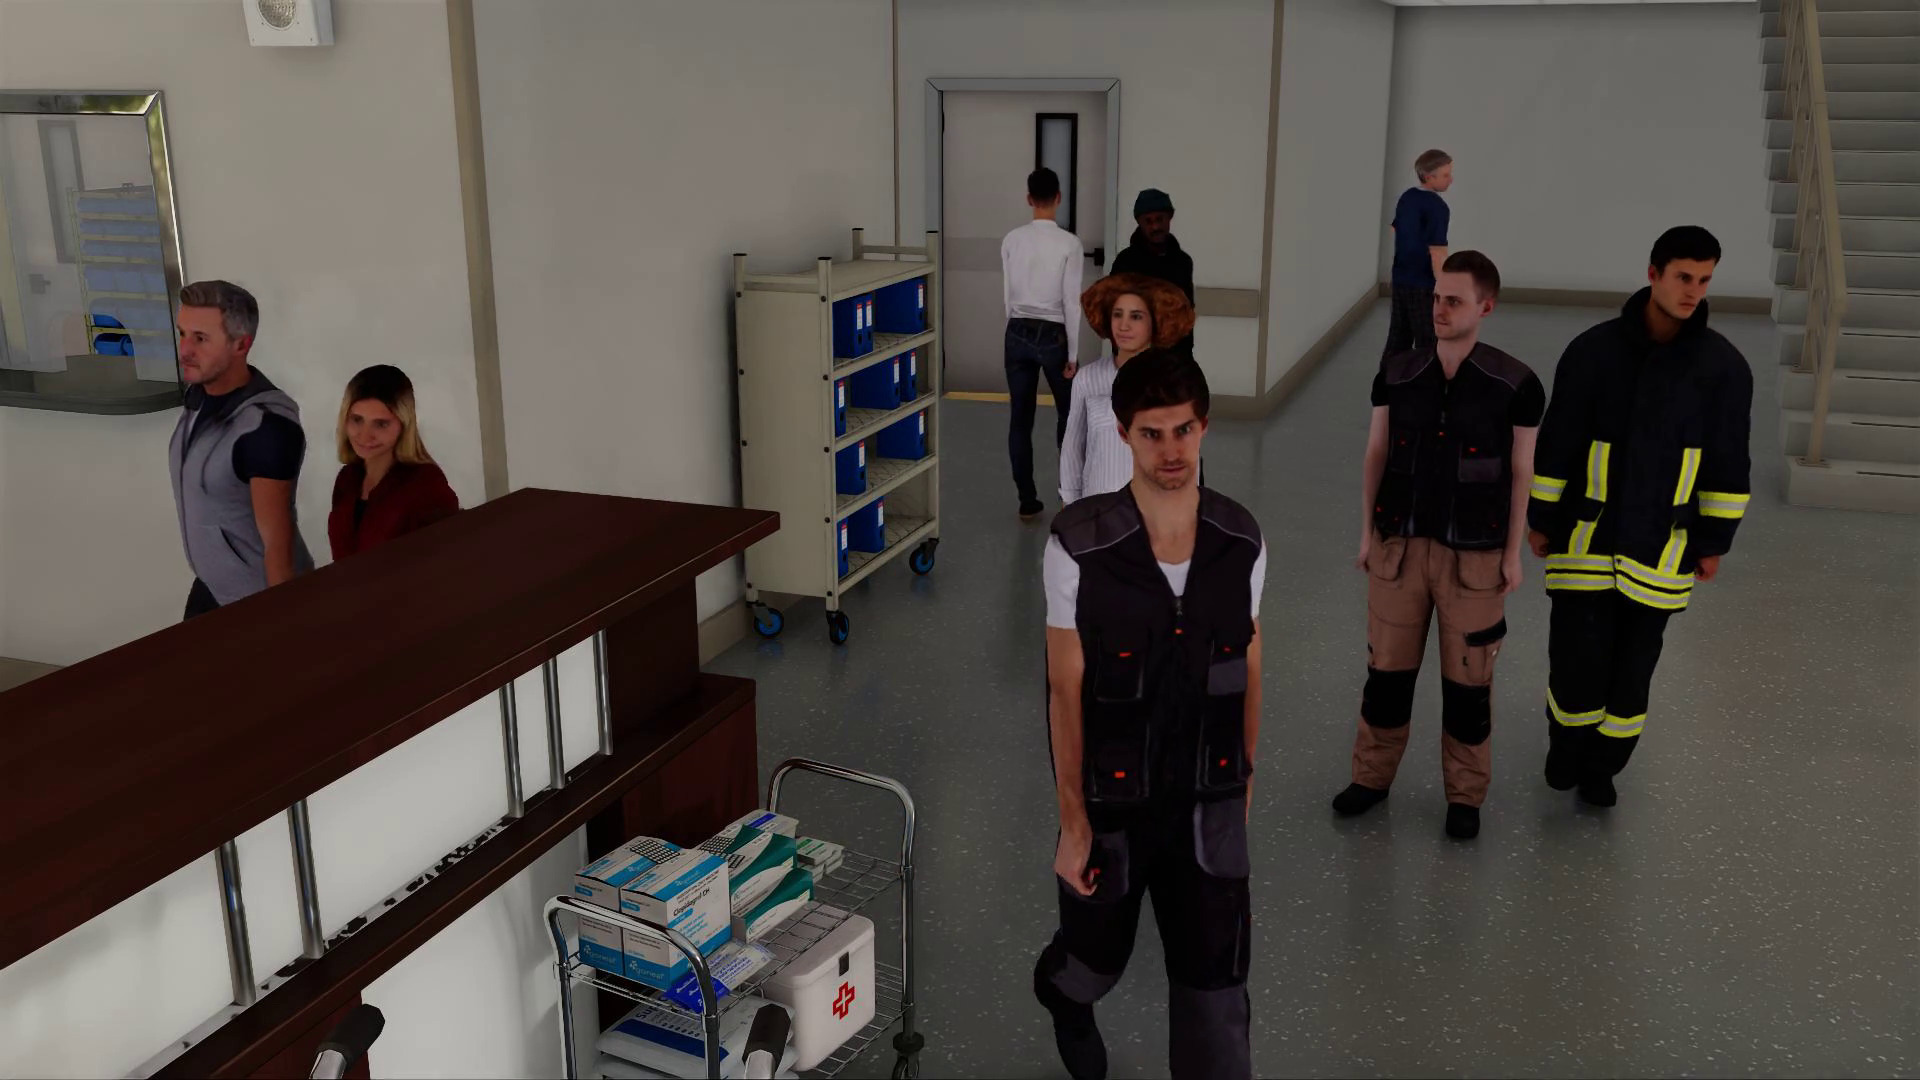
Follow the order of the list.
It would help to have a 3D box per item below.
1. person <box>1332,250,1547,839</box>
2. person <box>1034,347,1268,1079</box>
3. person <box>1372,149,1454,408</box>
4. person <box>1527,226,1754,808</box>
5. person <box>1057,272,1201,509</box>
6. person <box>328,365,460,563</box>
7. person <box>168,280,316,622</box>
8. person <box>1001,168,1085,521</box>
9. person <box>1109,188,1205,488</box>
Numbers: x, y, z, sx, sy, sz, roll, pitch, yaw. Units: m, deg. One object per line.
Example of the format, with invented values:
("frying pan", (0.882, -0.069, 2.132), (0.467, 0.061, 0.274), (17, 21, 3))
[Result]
("person", (1.512, 0.012, 5.198), (0.719, 1.840, 0.645), (9, 18, 28))
("person", (0.352, 0.513, 3.476), (1.003, 1.811, 1.234), (-3, 16, -10))
("person", (3.061, -1.681, 11.198), (0.888, 1.844, 0.776), (-10, 18, -30))
("person", (2.144, -0.068, 5.363), (0.828, 1.905, 0.700), (4, 16, 15))
("person", (0.594, -0.082, 5.767), (0.687, 1.712, 0.648), (3, 16, 9))
("person", (-1.473, 0.324, 4.540), (0.767, 1.597, 0.960), (12, 19, 35))
("person", (-1.867, 0.189, 4.672), (1.000, 1.786, 1.283), (15, 21, 42))
("person", (0.388, -1.013, 8.826), (0.632, 1.845, 0.945), (5, 17, 17))
("person", (0.913, -0.861, 8.420), (1.129, 1.773, 1.152), (-10, 19, -33))
